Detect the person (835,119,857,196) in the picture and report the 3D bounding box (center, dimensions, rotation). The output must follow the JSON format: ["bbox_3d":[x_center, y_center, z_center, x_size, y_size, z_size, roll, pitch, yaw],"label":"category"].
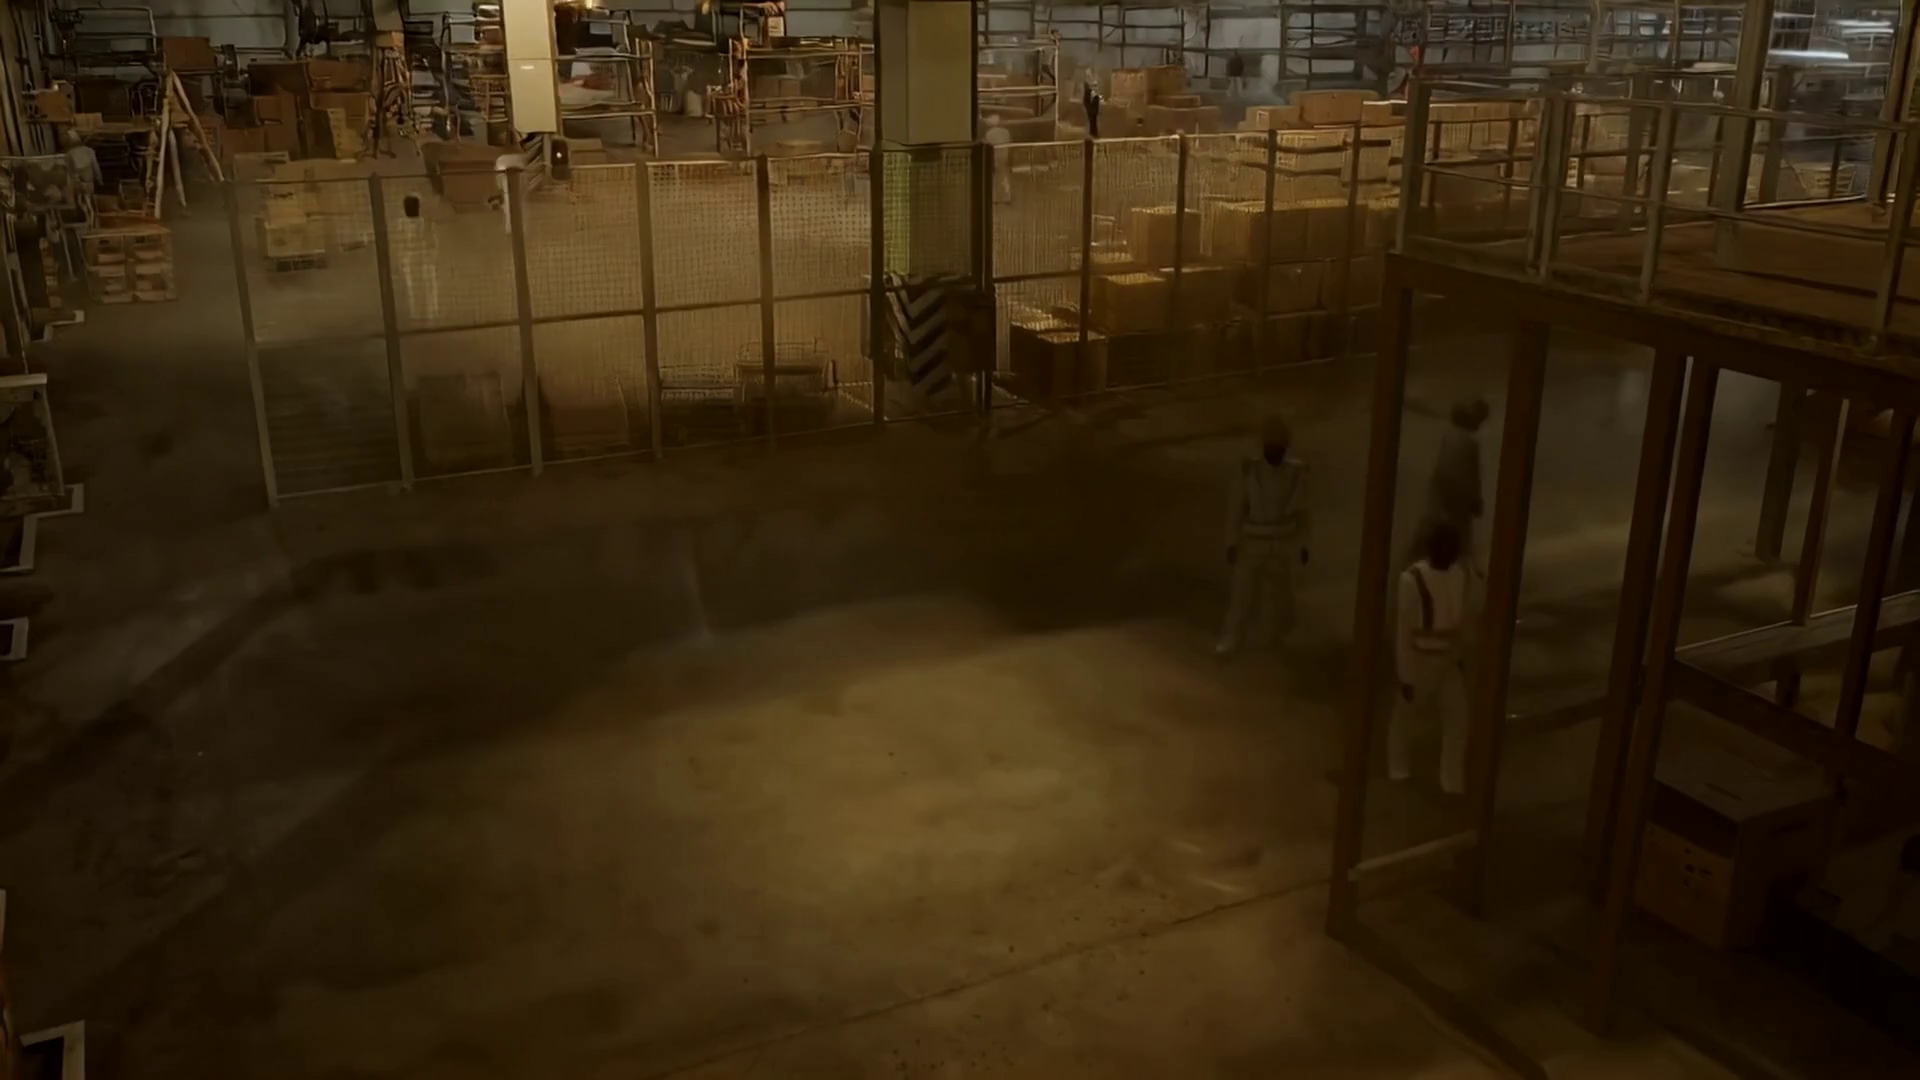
[{"bbox_3d":[-2.564,-8.614,37.443,0.535,1.691,0.321,6,20,16],"label":"person"}]

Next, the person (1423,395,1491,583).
[{"bbox_3d":[4.008,-0.365,13.532,0.738,1.689,0.548,-6,20,-16],"label":"person"}]

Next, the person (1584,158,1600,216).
[{"bbox_3d":[10.665,-5.626,28.565,0.913,1.824,0.521,11,22,30],"label":"person"}]

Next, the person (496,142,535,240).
[{"bbox_3d":[-8.415,-6.632,31.532,0.654,1.789,0.945,2,19,7],"label":"person"}]

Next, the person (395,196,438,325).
[{"bbox_3d":[-7.804,-4.009,23.875,0.648,1.838,0.429,5,20,15],"label":"person"}]

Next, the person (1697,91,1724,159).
[{"bbox_3d":[19.978,-11.005,44.185,0.658,1.809,0.602,-4,19,-10],"label":"person"}]

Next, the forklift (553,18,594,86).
[{"bbox_3d":[-16.964,-21.175,72.054,1.873,2.768,1.129,-9,21,-25],"label":"forklift"}]

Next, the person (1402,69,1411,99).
[{"bbox_3d":[13.849,-13.589,51.514,0.373,1.916,0.596,2,19,6],"label":"person"}]

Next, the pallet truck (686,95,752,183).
[{"bbox_3d":[-5.836,-9.608,39.856,0.823,1.965,1.885,10,22,27],"label":"pallet truck"}]

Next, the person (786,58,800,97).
[{"bbox_3d":[-6.227,-17.165,61.849,0.627,1.941,0.371,-18,26,-41],"label":"person"}]

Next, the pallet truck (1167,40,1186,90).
[{"bbox_3d":[9.045,-19.971,69.895,0.823,1.965,1.885,-3,19,-8],"label":"pallet truck"}]

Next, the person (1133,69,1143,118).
[{"bbox_3d":[6.086,-15.195,56.617,0.407,1.622,0.526,-1,19,-3],"label":"person"}]

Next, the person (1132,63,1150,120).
[{"bbox_3d":[6.118,-15.023,55.752,0.408,1.866,0.612,-2,19,-7],"label":"person"}]

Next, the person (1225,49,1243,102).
[{"bbox_3d":[10.545,-17.803,63.687,0.608,1.958,0.979,-8,21,-22],"label":"person"}]

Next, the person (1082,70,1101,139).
[{"bbox_3d":[3.894,-12.931,49.421,0.536,2.000,0.676,-2,19,-7],"label":"person"}]

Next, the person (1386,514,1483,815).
[{"bbox_3d":[2.901,0.776,9.955,0.606,1.859,0.774,-10,21,-27],"label":"person"}]

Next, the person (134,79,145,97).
[{"bbox_3d":[-25.259,-13.414,51.444,0.525,1.632,0.320,7,20,20],"label":"person"}]

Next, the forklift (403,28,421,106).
[{"bbox_3d":[-19.978,-17.146,60.373,1.873,2.768,1.129,7,20,21],"label":"forklift"}]

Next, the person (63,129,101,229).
[{"bbox_3d":[-17.215,-7.065,32.590,0.367,1.927,0.587,14,24,35],"label":"person"}]

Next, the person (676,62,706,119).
[{"bbox_3d":[-9.138,-15.232,56.376,1.022,1.858,0.651,-1,19,-2],"label":"person"}]

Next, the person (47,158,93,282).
[{"bbox_3d":[-14.487,-5.219,27.134,0.622,1.993,0.383,-18,26,-42],"label":"person"}]

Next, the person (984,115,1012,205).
[{"bbox_3d":[0.818,-8.213,35.965,0.624,1.908,0.974,-8,21,-23],"label":"person"}]

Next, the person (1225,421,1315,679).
[{"bbox_3d":[2.236,0.036,12.060,0.623,1.912,0.680,-3,19,-8],"label":"person"}]

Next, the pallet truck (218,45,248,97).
[{"bbox_3d":[-28.879,-18.665,66.111,0.823,1.965,1.885,-3,19,-9],"label":"pallet truck"}]

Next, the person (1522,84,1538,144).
[{"bbox_3d":[15.677,-11.591,45.795,0.327,1.874,0.518,18,26,42],"label":"person"}]

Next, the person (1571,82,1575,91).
[{"bbox_3d":[18.348,-13.024,50.216,0.548,1.684,0.473,-5,20,-14],"label":"person"}]

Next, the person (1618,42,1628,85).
[{"bbox_3d":[28.802,-20.598,71.948,0.429,1.842,0.632,-14,24,-36],"label":"person"}]
